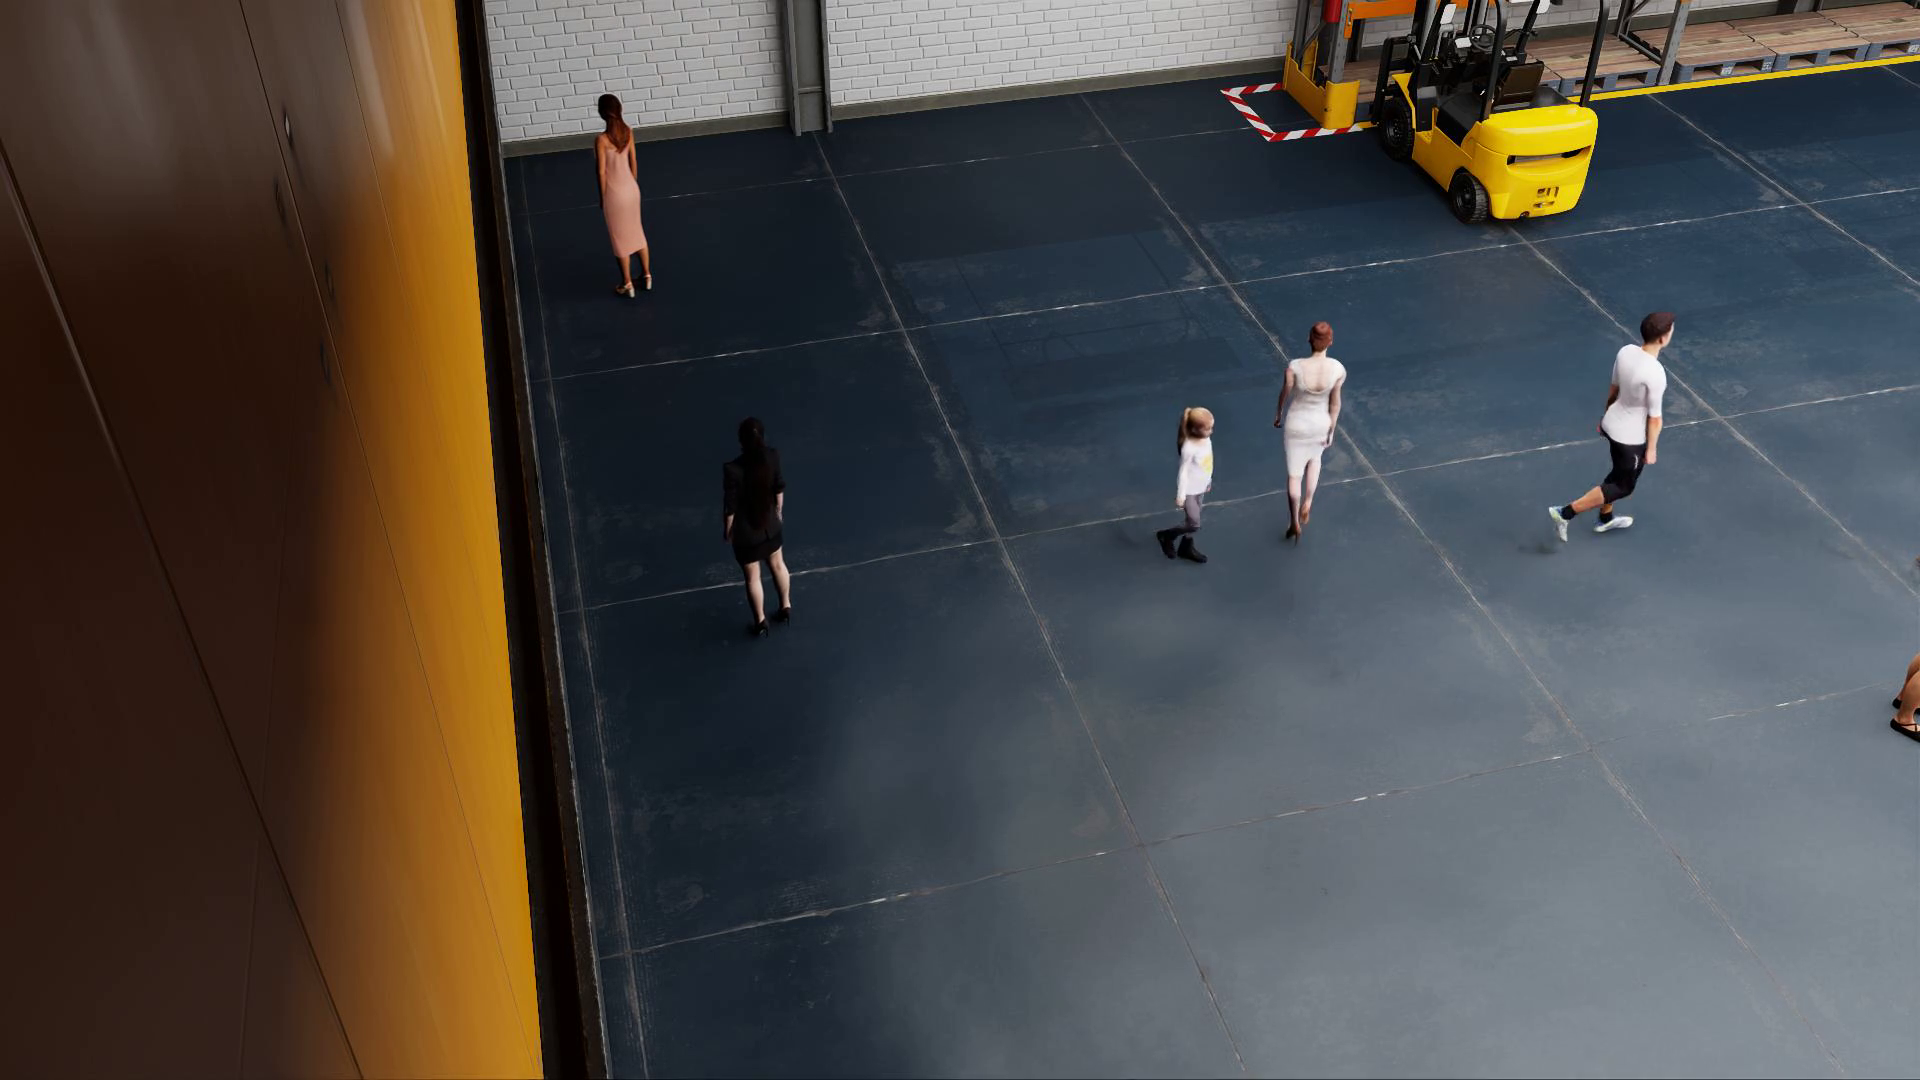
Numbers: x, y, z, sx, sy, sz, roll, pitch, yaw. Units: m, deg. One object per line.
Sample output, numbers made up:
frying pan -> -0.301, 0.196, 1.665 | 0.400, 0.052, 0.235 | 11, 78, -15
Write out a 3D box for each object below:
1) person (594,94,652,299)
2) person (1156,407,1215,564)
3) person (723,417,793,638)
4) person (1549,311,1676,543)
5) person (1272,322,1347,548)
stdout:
person -> -2.907, -2.956, 14.305 | 0.710, 1.831, 0.630 | 25, 45, 28
person -> 1.558, -0.390, 11.541 | 0.711, 1.270, 0.652 | 22, 43, 25
person -> -1.321, -0.071, 10.801 | 0.591, 1.695, 0.730 | -30, 48, -32
person -> 4.549, -0.737, 11.524 | 1.009, 1.832, 0.724 | -6, 39, -8
person -> 2.393, -0.690, 11.508 | 0.681, 1.779, 0.742 | 3, 39, 3
